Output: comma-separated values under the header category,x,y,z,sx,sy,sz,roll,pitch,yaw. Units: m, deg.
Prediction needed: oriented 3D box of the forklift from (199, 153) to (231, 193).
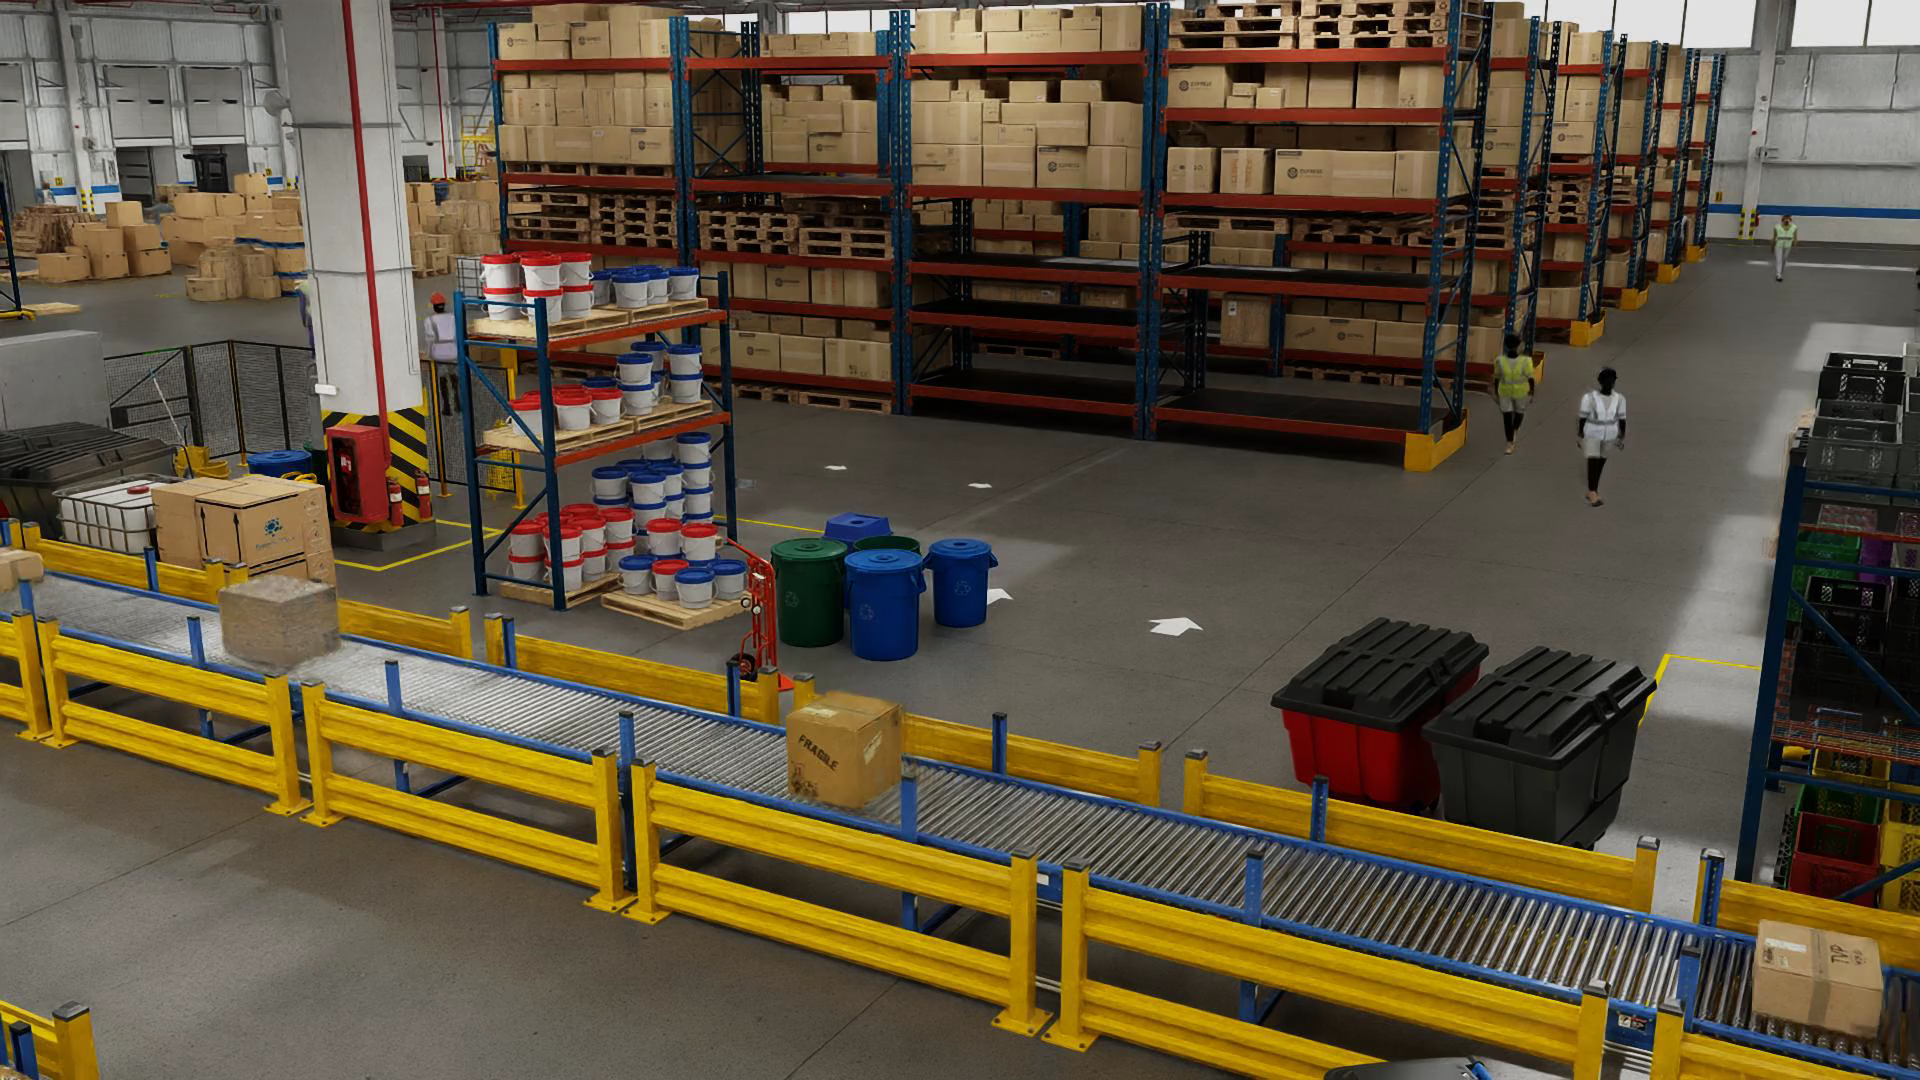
category,x,y,z,sx,sy,sz,roll,pitch,yaw
forklift,-27.440,-12.865,61.464,1.873,2.768,1.129,8,17,28

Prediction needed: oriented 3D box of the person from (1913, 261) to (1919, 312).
category,x,y,z,sx,sy,sz,roll,pitch,yaw
person,22.198,-6.225,38.155,0.435,2.016,0.670,3,15,11

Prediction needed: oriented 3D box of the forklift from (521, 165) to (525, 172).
category,x,y,z,sx,sy,sz,roll,pitch,yaw
forklift,-17.015,-13.601,64.231,1.873,2.768,1.129,1,15,2

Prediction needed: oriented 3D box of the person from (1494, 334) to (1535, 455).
category,x,y,z,sx,sy,sz,roll,pitch,yaw
person,7.710,-2.058,23.173,0.545,1.665,0.696,6,16,21

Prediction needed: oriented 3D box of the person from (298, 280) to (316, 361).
category,x,y,z,sx,sy,sz,roll,pitch,yaw
person,-11.857,-4.152,30.688,0.579,1.863,1.055,-8,17,-29

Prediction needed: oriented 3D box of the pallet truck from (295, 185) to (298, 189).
category,x,y,z,sx,sy,sz,roll,pitch,yaw
pallet truck,-26.804,-14.617,69.738,1.885,1.965,0.823,-14,20,-42

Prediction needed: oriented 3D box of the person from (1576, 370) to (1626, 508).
category,x,y,z,sx,sy,sz,roll,pitch,yaw
person,7.739,-1.214,19.993,0.545,1.651,0.867,0,15,1

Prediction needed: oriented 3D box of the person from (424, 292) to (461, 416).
category,x,y,z,sx,sy,sz,roll,pitch,yaw
person,-7.997,-2.883,25.776,0.569,1.917,0.414,-10,18,-33

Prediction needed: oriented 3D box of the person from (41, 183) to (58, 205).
category,x,y,z,sx,sy,sz,roll,pitch,yaw
person,-35.262,-13.017,64.495,0.524,1.597,0.856,5,16,17

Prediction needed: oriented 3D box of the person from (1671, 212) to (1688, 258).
category,x,y,z,sx,sy,sz,roll,pitch,yaw
person,20.150,-8.472,46.839,0.696,1.898,0.450,14,21,43

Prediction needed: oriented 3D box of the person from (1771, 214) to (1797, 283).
category,x,y,z,sx,sy,sz,roll,pitch,yaw
person,22.061,-7.801,44.499,0.589,1.790,0.979,3,15,12

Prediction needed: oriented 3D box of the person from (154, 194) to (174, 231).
category,x,y,z,sx,sy,sz,roll,pitch,yaw
person,-24.573,-9.730,51.515,0.649,1.919,0.446,3,15,10
